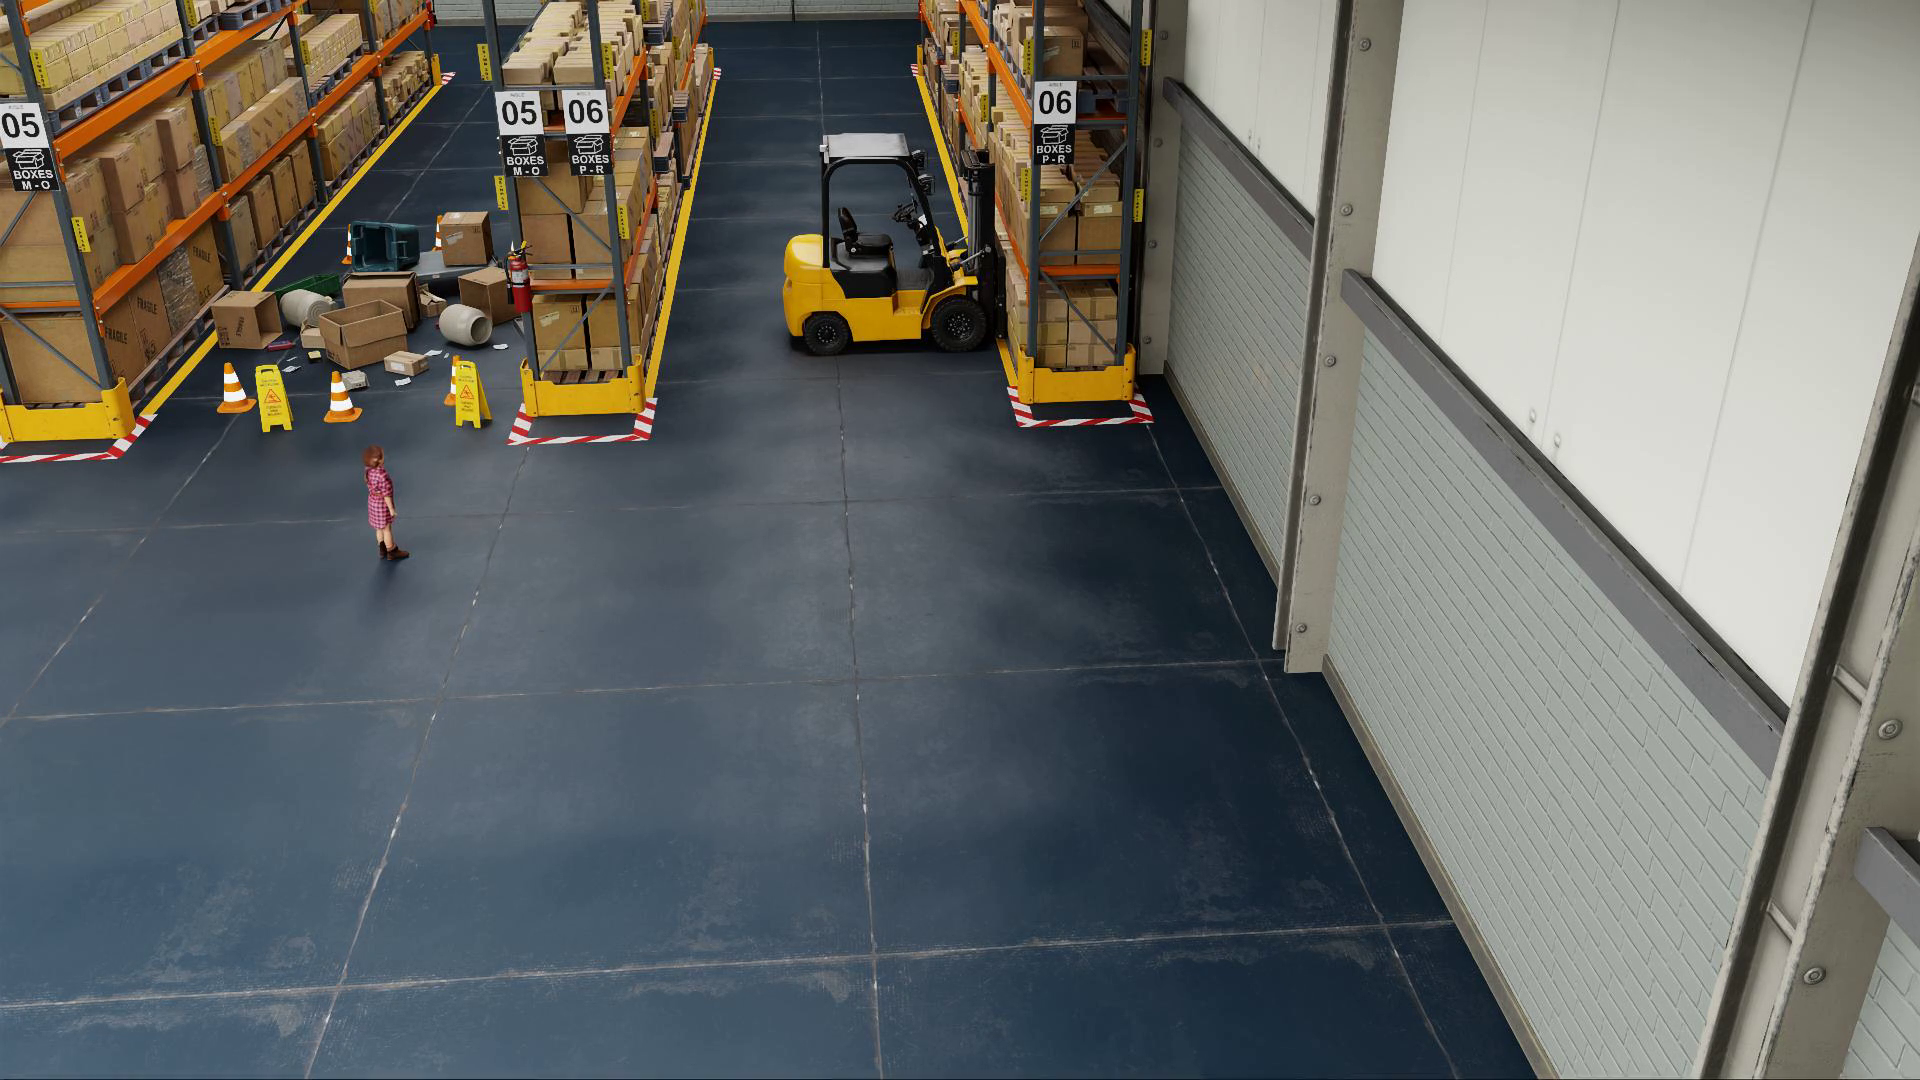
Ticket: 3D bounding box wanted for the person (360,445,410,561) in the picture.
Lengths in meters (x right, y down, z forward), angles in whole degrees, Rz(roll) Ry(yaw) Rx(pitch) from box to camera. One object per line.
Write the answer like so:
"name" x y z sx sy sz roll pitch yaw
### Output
"person" -4.768 -0.317 13.687 0.500 1.023 0.562 22 35 36
